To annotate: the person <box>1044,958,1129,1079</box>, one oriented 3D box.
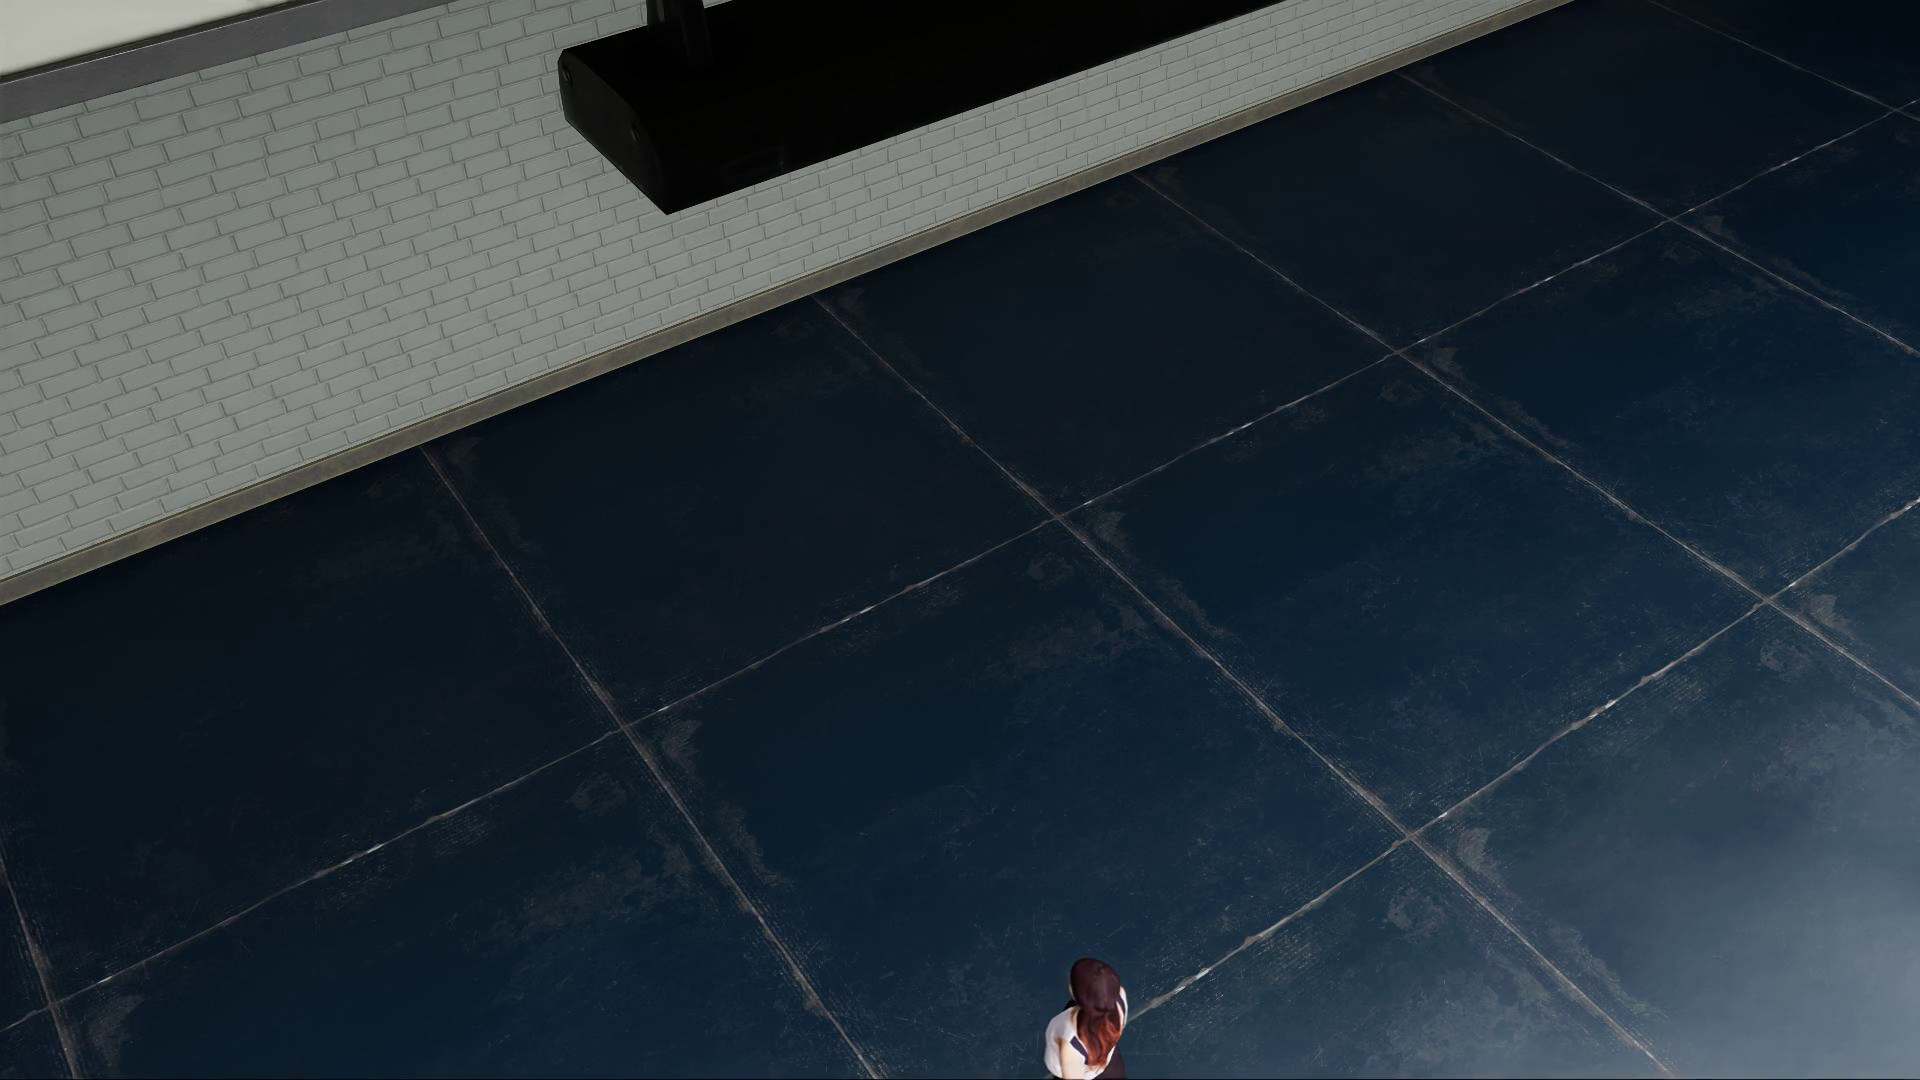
[{"bbox_3d":[0.507,2.182,6.696,0.612,1.649,0.619,26,49,25],"label":"person"}]
